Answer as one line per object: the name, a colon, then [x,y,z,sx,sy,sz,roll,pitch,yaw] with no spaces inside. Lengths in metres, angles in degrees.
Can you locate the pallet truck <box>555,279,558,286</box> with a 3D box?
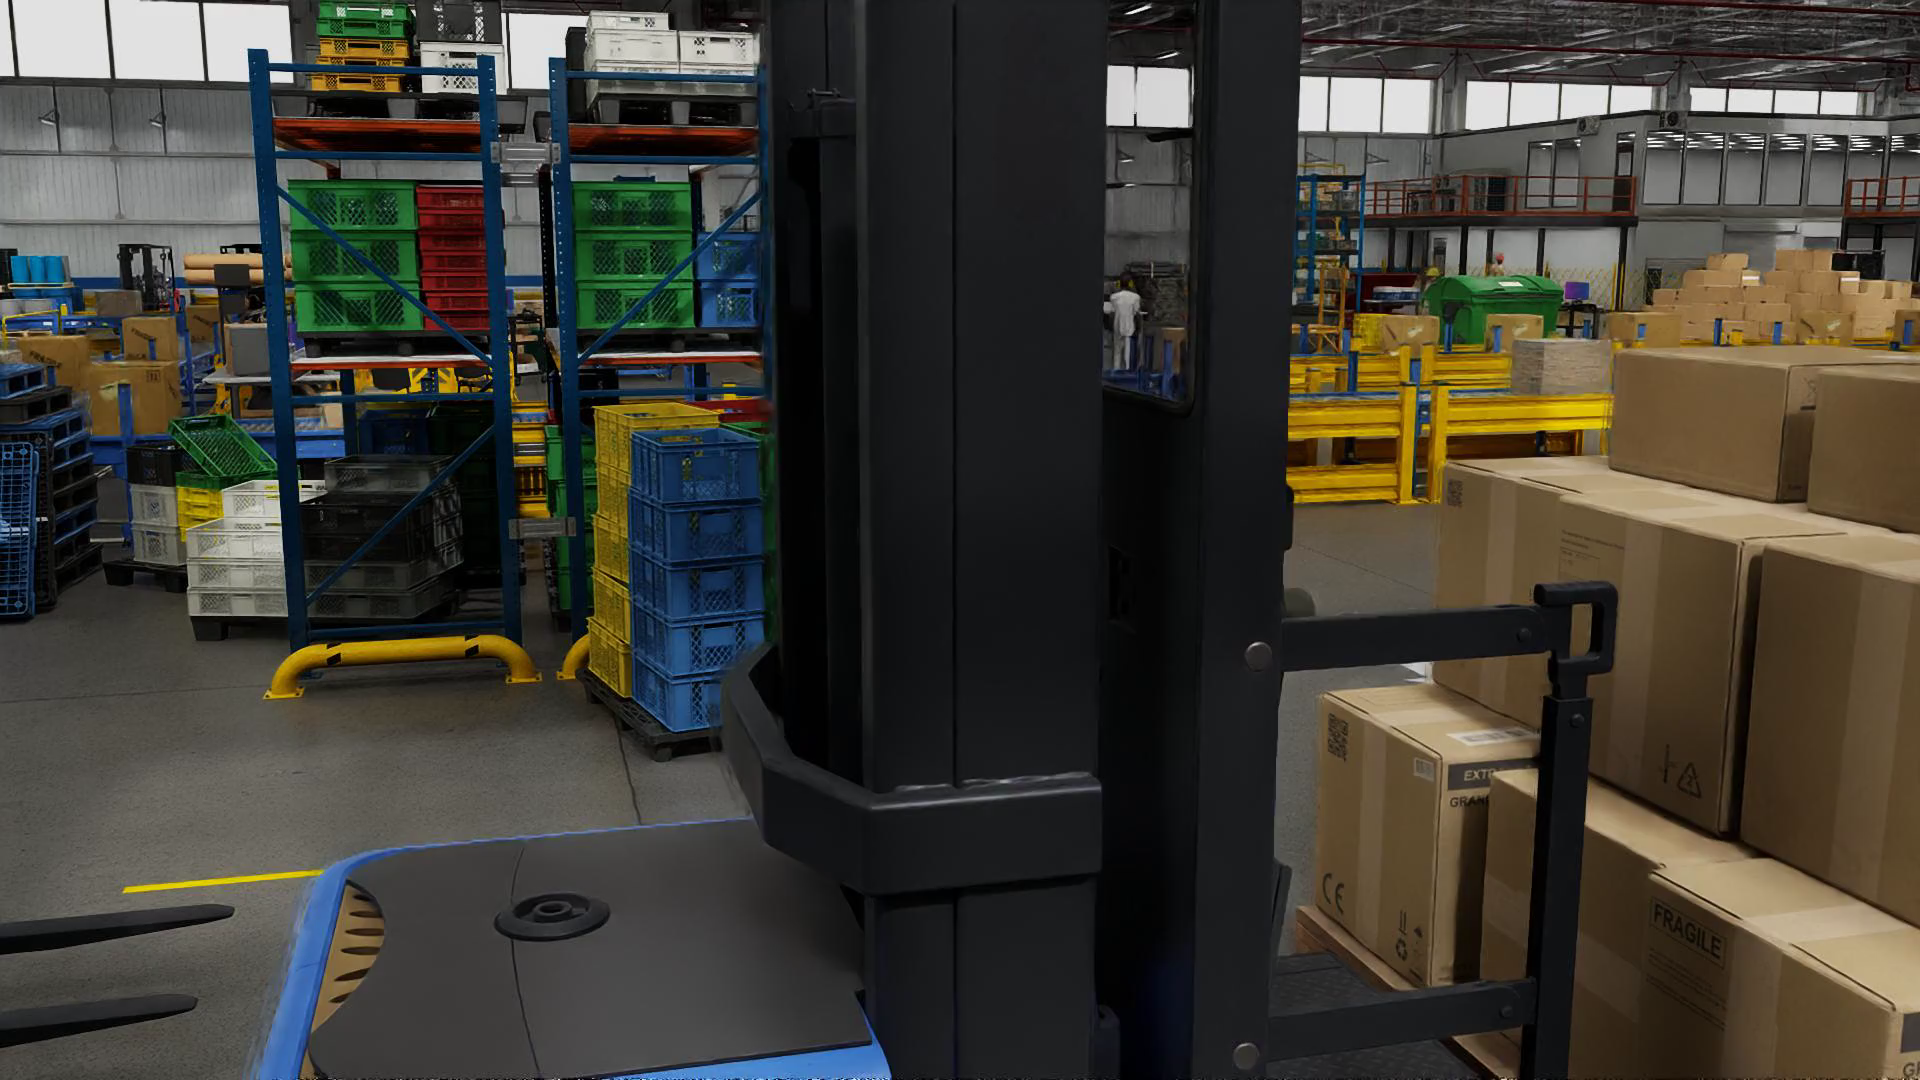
pallet truck: [-10.604,-6.375,44.520,0.653,1.274,1.630,-3,10,-15]

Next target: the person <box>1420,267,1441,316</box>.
person: [8.646,-4.195,30.938,0.724,1.740,0.523,5,11,28]

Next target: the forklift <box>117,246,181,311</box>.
forklift: [-19.966,-6.232,40.894,1.157,1.987,2.680,-3,10,-15]

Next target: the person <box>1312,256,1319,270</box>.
person: [12.864,-9.556,60.946,0.625,1.872,1.006,-7,12,-36]

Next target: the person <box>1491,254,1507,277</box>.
person: [17.197,-8.183,53.107,0.559,1.887,0.993,-6,12,-30]

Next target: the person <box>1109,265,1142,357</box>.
person: [2.681,-3.518,26.845,0.528,1.842,0.876,0,10,1]

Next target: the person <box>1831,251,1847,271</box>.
person: [22.841,-6.535,43.350,0.609,2.036,0.402,-2,10,-13]

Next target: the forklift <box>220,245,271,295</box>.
forklift: [-17.749,-6.334,41.440,1.157,1.987,2.680,-3,10,-17]
